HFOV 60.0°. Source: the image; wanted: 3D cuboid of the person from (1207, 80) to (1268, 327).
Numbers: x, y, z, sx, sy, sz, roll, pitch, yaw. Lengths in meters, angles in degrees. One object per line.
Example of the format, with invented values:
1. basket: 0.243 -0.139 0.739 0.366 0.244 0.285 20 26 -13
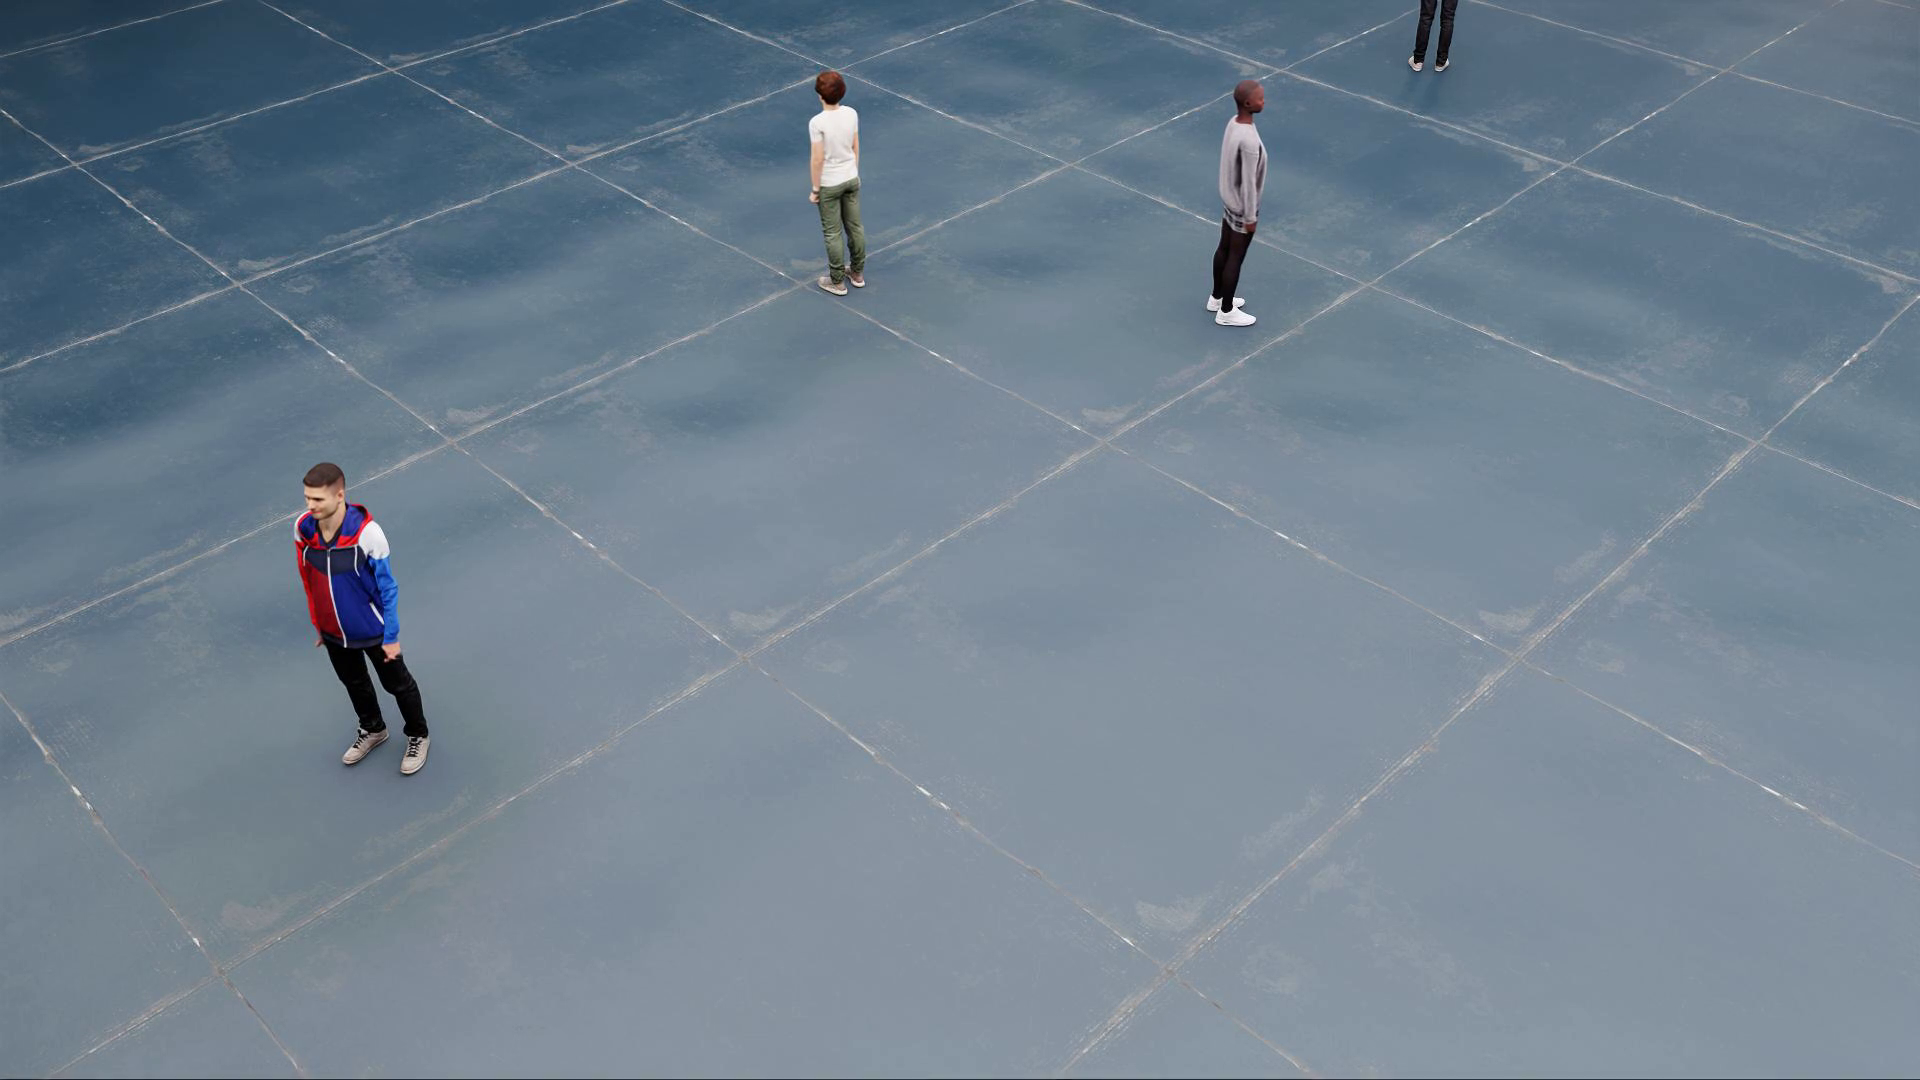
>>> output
1. person: 1.934 -2.351 11.595 0.730 1.772 0.702 -5 38 -7

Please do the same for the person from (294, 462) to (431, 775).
1. person: -2.897 0.378 8.018 0.725 1.757 0.733 8 38 11

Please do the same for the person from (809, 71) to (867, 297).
1. person: -0.884 -2.566 11.975 0.508 1.654 0.649 -25 44 -29

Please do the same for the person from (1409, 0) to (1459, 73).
1. person: 4.475 -5.222 15.380 0.703 1.761 0.728 6 38 8
